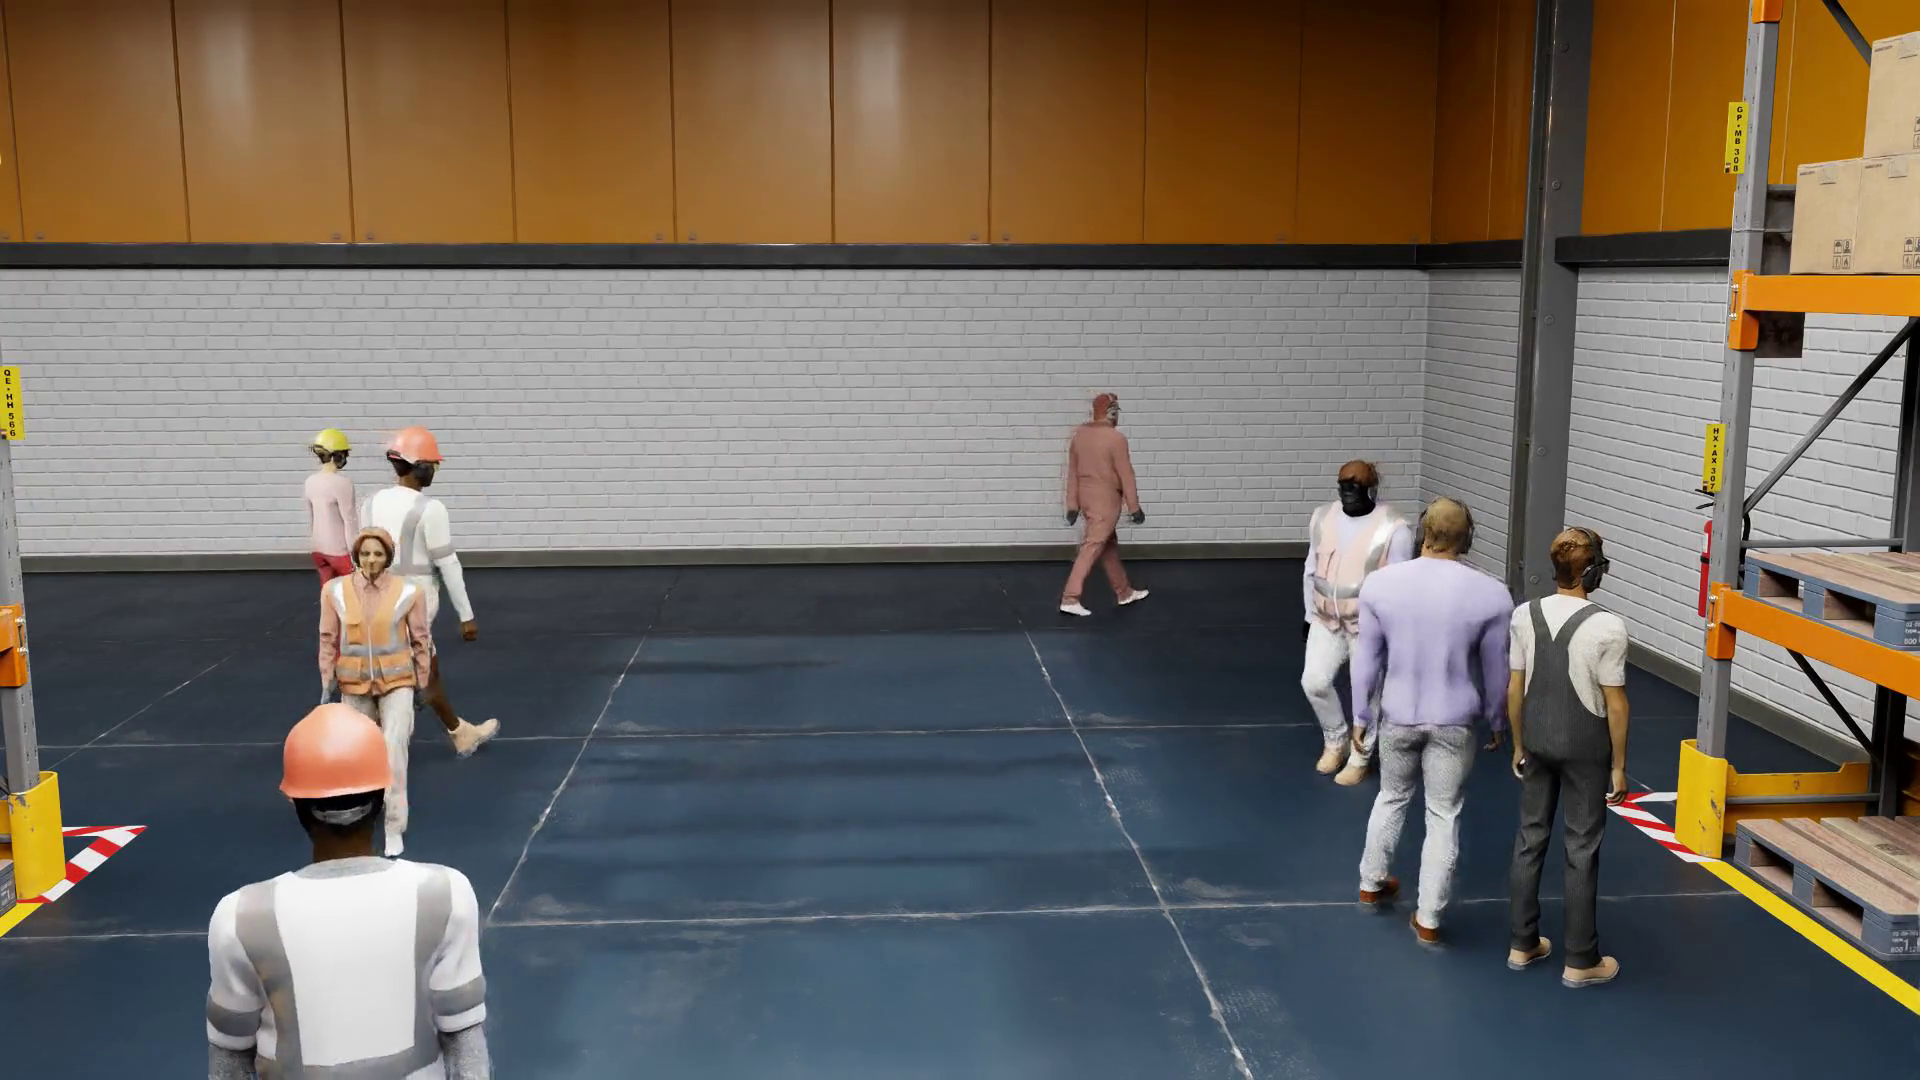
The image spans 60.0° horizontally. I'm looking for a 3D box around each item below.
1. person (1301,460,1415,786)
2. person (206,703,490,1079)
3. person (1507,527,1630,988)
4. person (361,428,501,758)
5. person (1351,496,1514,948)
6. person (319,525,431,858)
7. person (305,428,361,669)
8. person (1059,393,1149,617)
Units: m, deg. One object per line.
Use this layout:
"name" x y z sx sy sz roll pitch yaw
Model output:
"person" 2.178 0.461 9.227 0.656 1.827 0.448 8 12 39
"person" -1.369 1.297 3.727 0.565 1.906 0.809 -5 10 -26
"person" 2.433 0.861 6.663 0.345 1.846 0.508 -8 12 -41
"person" -3.041 0.364 9.365 0.625 1.981 1.082 7 11 36
"person" 2.022 0.762 7.137 0.665 1.913 0.562 4 10 25
"person" -2.897 0.713 8.290 0.521 1.616 0.646 -1 9 -9
"person" -4.398 0.089 11.788 0.563 1.758 0.364 7 11 35
"person" 1.210 -0.297 13.921 1.014 1.856 0.639 -5 10 -30
